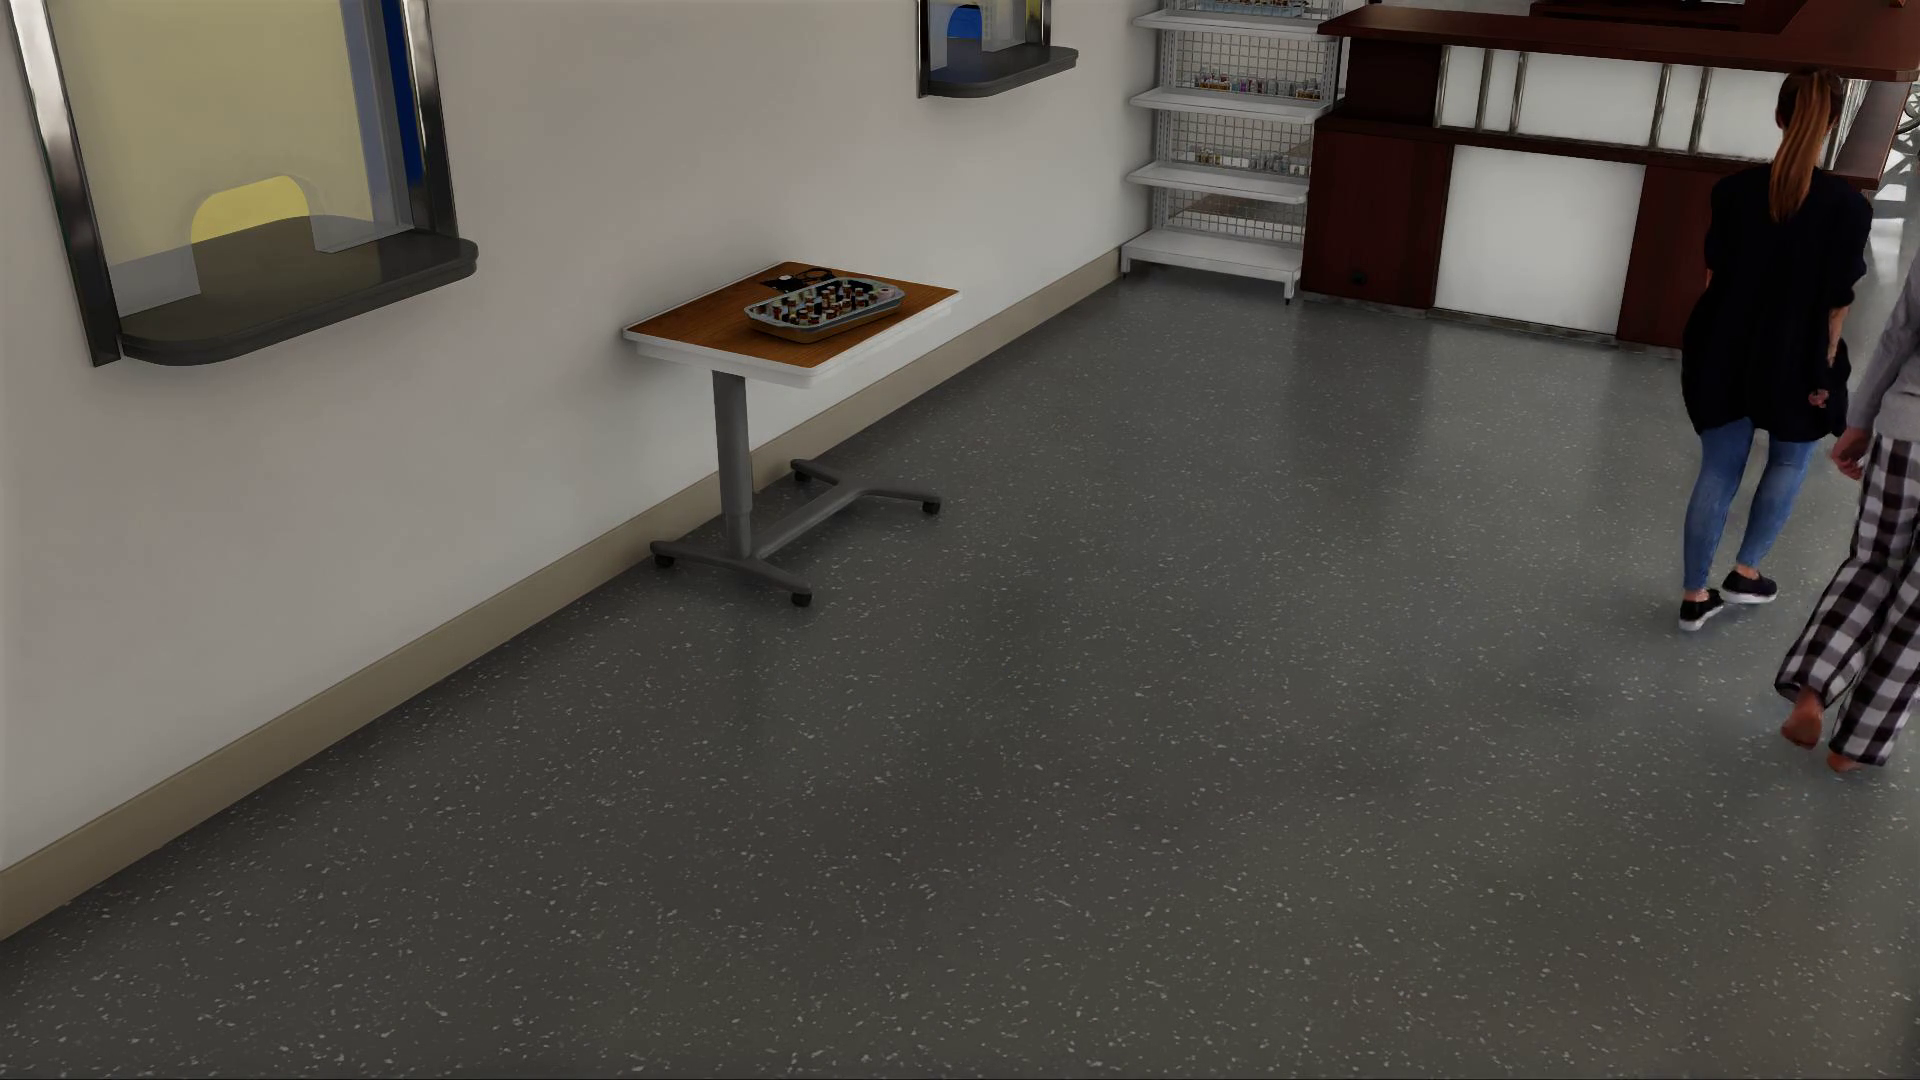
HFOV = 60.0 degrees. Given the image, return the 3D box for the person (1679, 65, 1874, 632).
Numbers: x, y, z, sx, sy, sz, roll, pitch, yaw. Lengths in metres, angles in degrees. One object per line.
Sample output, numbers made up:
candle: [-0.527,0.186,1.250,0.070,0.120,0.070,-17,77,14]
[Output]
person: [2.276,-0.489,4.812,0.719,1.667,0.772,23,34,39]

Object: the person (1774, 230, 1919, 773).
person: [2.361,-0.183,3.995,0.796,1.826,0.854,23,34,39]
